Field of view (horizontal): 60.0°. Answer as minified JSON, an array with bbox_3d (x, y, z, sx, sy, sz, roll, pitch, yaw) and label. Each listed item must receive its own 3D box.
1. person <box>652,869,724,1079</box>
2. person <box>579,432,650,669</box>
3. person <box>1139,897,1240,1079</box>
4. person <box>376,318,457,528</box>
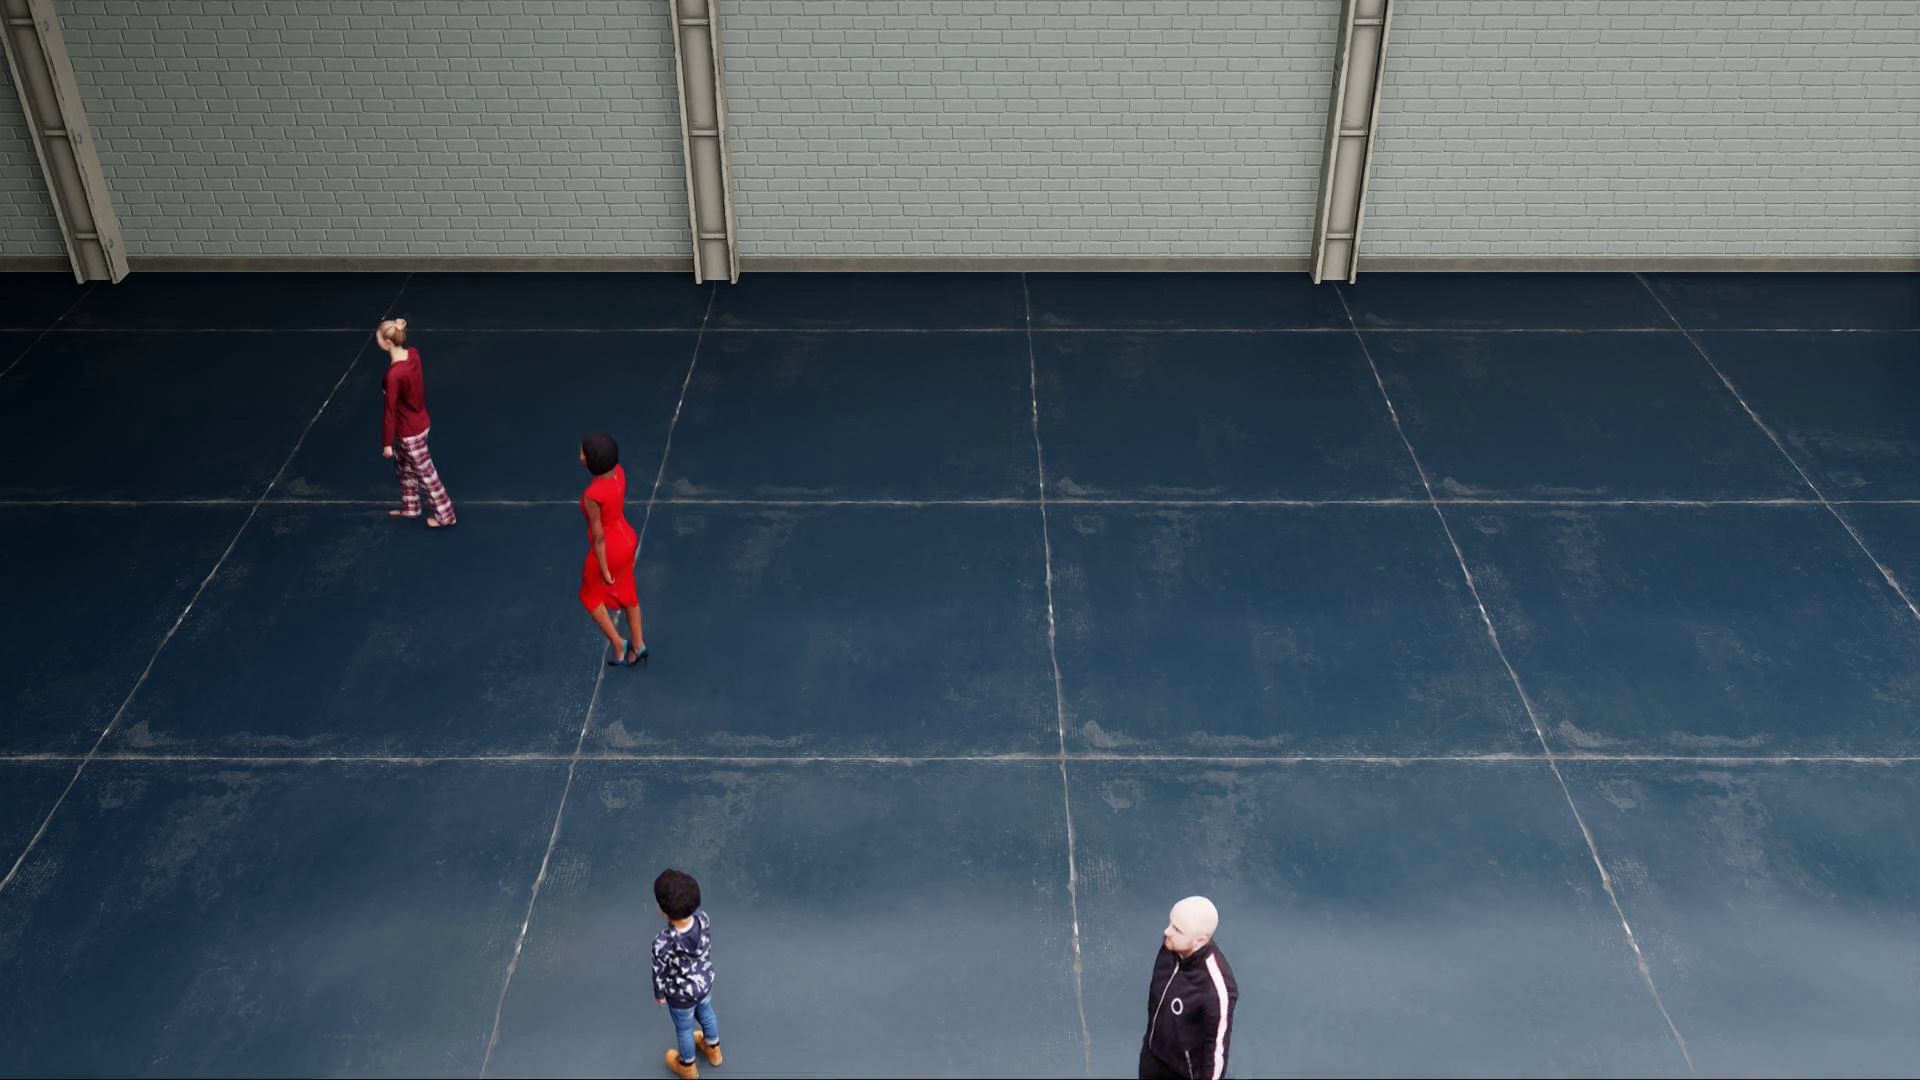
[{"bbox_3d":[-1.305,2.083,7.941,0.620,1.248,0.566,26,41,34],"label":"person"},{"bbox_3d":[-2.127,0.105,10.538,0.715,1.733,0.673,12,35,18],"label":"person"},{"bbox_3d":[1.073,2.225,7.199,1.168,1.818,0.913,-11,35,-17],"label":"person"},{"bbox_3d":[-3.880,-0.816,11.997,0.748,1.687,0.648,1,33,1],"label":"person"}]
